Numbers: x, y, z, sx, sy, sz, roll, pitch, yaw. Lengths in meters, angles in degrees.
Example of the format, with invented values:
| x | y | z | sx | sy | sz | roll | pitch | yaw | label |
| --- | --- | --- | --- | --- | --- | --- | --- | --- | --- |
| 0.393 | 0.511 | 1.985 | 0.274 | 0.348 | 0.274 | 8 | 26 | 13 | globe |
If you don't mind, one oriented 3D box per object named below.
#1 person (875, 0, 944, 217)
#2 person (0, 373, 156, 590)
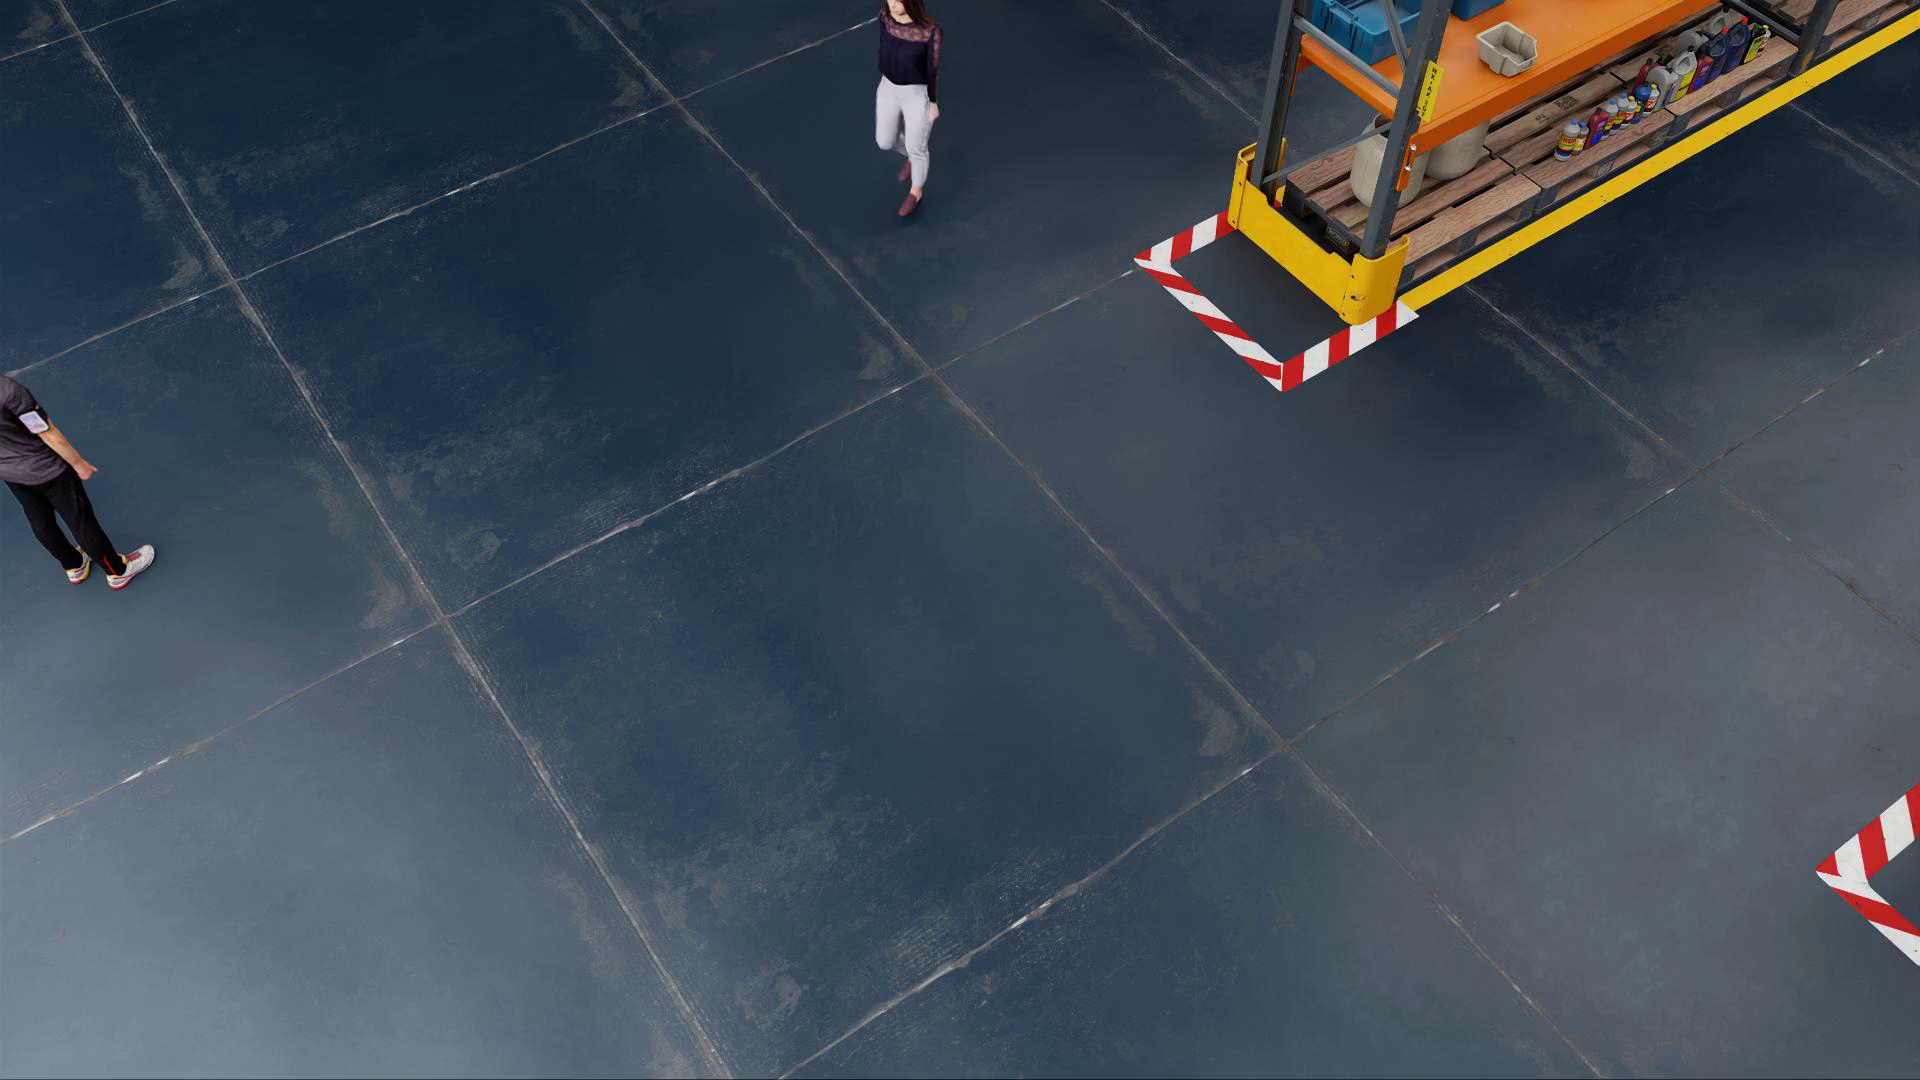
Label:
| x | y | z | sx | sy | sz | roll | pitch | yaw | label |
| --- | --- | --- | --- | --- | --- | --- | --- | --- | --- |
| -0.268 | -2.635 | 9.758 | 0.710 | 1.597 | 0.755 | 27 | 57 | 19 | person |
| -4.427 | -0.378 | 7.905 | 0.718 | 1.764 | 0.763 | 11 | 53 | 8 | person |
